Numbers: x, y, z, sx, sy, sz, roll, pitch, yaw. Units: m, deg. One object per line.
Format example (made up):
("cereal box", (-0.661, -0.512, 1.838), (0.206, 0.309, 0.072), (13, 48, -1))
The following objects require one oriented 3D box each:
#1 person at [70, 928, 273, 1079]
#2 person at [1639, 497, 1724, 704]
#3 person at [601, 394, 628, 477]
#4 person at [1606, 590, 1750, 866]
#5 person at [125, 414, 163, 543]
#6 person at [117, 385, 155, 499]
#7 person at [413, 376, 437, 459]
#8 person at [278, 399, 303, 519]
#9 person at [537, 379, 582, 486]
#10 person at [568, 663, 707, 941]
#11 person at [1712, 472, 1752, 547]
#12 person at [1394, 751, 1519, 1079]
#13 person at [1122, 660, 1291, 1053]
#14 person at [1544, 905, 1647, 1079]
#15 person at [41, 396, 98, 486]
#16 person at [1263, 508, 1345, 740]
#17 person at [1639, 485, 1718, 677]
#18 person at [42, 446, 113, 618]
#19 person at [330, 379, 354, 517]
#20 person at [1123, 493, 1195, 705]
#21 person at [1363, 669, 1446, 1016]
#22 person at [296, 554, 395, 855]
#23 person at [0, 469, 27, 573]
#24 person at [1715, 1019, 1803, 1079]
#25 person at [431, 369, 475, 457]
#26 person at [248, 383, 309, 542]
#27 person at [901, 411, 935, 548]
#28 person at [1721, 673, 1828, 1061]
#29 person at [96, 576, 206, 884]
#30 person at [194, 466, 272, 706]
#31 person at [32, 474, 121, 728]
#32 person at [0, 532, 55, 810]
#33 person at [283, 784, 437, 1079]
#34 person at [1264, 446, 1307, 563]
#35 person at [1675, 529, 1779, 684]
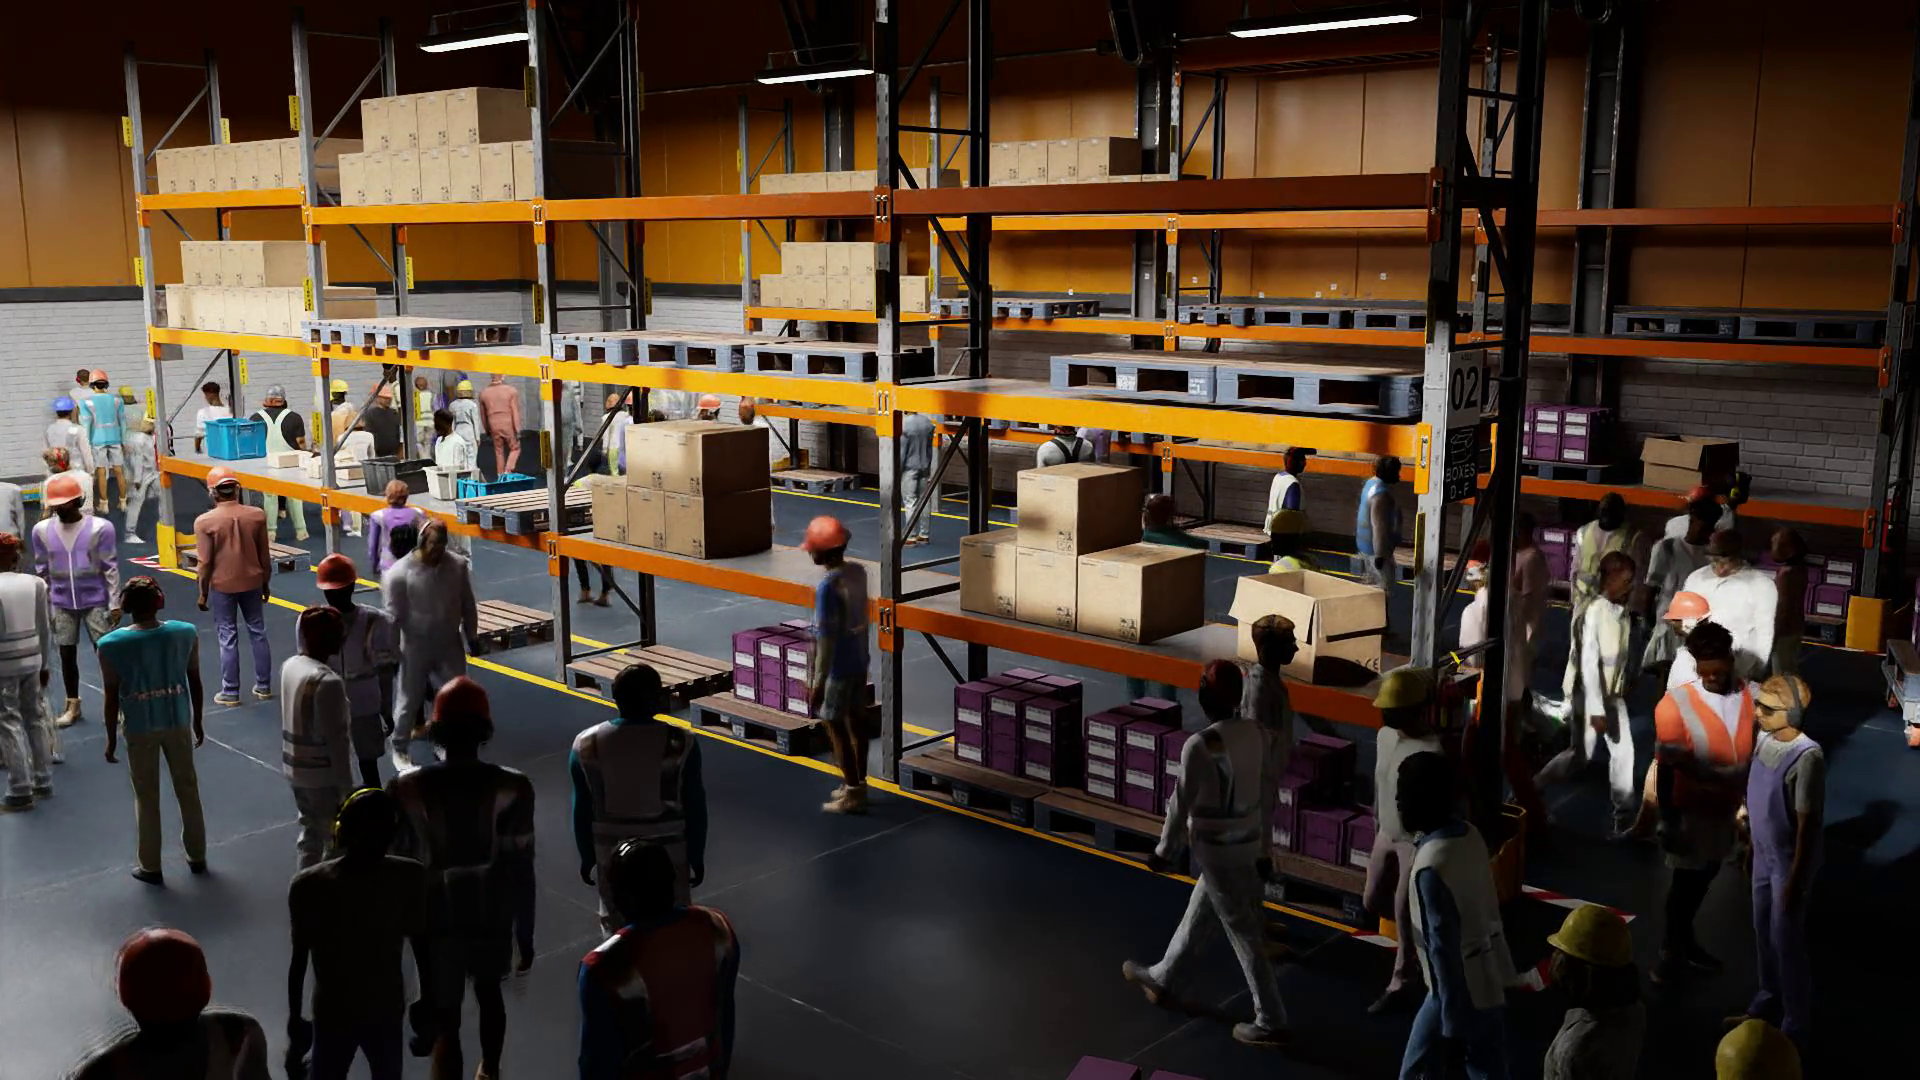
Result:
("person", (-2.194, 1.996, 4.771), (0.458, 1.913, 0.613), (10, 14, 44))
("person", (5.533, 0.602, 12.695), (0.605, 1.919, 0.914), (1, 10, 6))
("person", (-5.015, -1.323, 24.321), (0.281, 1.633, 0.499), (9, 14, 42))
("person", (4.534, 1.146, 10.190), (0.574, 1.701, 0.928), (-10, 14, -44))
("person", (-10.341, -0.805, 21.259), (0.772, 1.683, 0.498), (1, 10, 4))
("person", (-12.361, -1.458, 24.879), (0.837, 1.717, 0.497), (8, 13, 38))
("person", (-8.940, -1.921, 27.726), (0.521, 1.624, 0.512), (-7, 12, -35))
("person", (-9.393, -1.138, 23.111), (0.320, 1.693, 0.531), (9, 14, 42))
("person", (-6.394, -1.812, 26.408), (0.815, 1.875, 0.648), (9, 14, 43))
("person", (-1.500, 1.487, 7.855), (0.625, 1.840, 0.430), (0, 10, -1))
("person", (6.631, 0.324, 14.389), (0.375, 1.856, 0.541), (1, 10, 7))
("person", (1.873, 1.737, 6.435), (0.837, 1.863, 0.622), (6, 12, 32))
("person", (1.215, 1.472, 7.966), (1.001, 1.827, 0.565), (9, 13, 41))
("person", (1.966, 1.991, 5.272), (0.298, 1.745, 0.484), (9, 14, 42))
("person", (-11.192, -0.836, 20.793), (0.599, 1.919, 0.923), (3, 10, 16))
("person", (2.444, 0.722, 12.097), (0.910, 1.913, 0.596), (7, 12, 34))
("person", (6.400, 0.364, 14.577), (0.893, 1.698, 0.574), (-1, 10, -5))
("person", (-8.828, -0.044, 16.598), (0.470, 1.811, 0.608), (3, 10, 16))
("person", (-8.616, -1.283, 23.262), (0.373, 1.928, 0.584), (-3, 10, -16))
("person", (1.494, 0.579, 12.855), (0.641, 1.889, 0.529), (-6, 12, -30))
("person", (2.237, 1.475, 8.195), (0.514, 1.747, 0.523), (-4, 11, -23))
("person", (-3.743, 1.031, 10.154), (0.552, 1.934, 0.373), (-3, 10, -15))
("person", (-9.563, 0.001, 16.492), (0.327, 1.753, 0.563), (9, 14, 42))
("person", (2.094, 2.124, 4.377), (0.635, 1.788, 0.836), (9, 14, 43))
("person", (-8.992, -2.455, 29.571), (0.713, 2.000, 0.692), (-1, 10, -4))
("person", (-8.731, -1.002, 21.356), (0.688, 2.000, 0.536), (-2, 10, -14))
("person", (-0.590, -0.873, 20.916), (0.371, 1.941, 0.627), (9, 14, 42))
("person", (3.810, 1.513, 7.749), (0.370, 1.833, 0.503), (0, 10, 0))
("person", (-4.776, 1.128, 9.882), (0.563, 1.839, 0.393), (-8, 13, -40))
("person", (-5.993, 0.375, 13.728), (0.393, 1.986, 0.611), (9, 14, 42))
("person", (-6.898, 0.485, 13.018), (0.610, 2.028, 0.420), (-2, 10, -11))
("person", (-6.399, 0.875, 11.238), (0.380, 1.877, 0.594), (4, 11, 21))
("person", (-2.211, 1.785, 6.140), (0.541, 1.849, 0.380), (-5, 11, -27))
("person", (3.195, -0.011, 16.320), (0.397, 1.840, 0.564), (-1, 10, -5))
("person", (5.240, 0.854, 11.312), (0.520, 1.887, 0.783), (-7, 12, -36))
